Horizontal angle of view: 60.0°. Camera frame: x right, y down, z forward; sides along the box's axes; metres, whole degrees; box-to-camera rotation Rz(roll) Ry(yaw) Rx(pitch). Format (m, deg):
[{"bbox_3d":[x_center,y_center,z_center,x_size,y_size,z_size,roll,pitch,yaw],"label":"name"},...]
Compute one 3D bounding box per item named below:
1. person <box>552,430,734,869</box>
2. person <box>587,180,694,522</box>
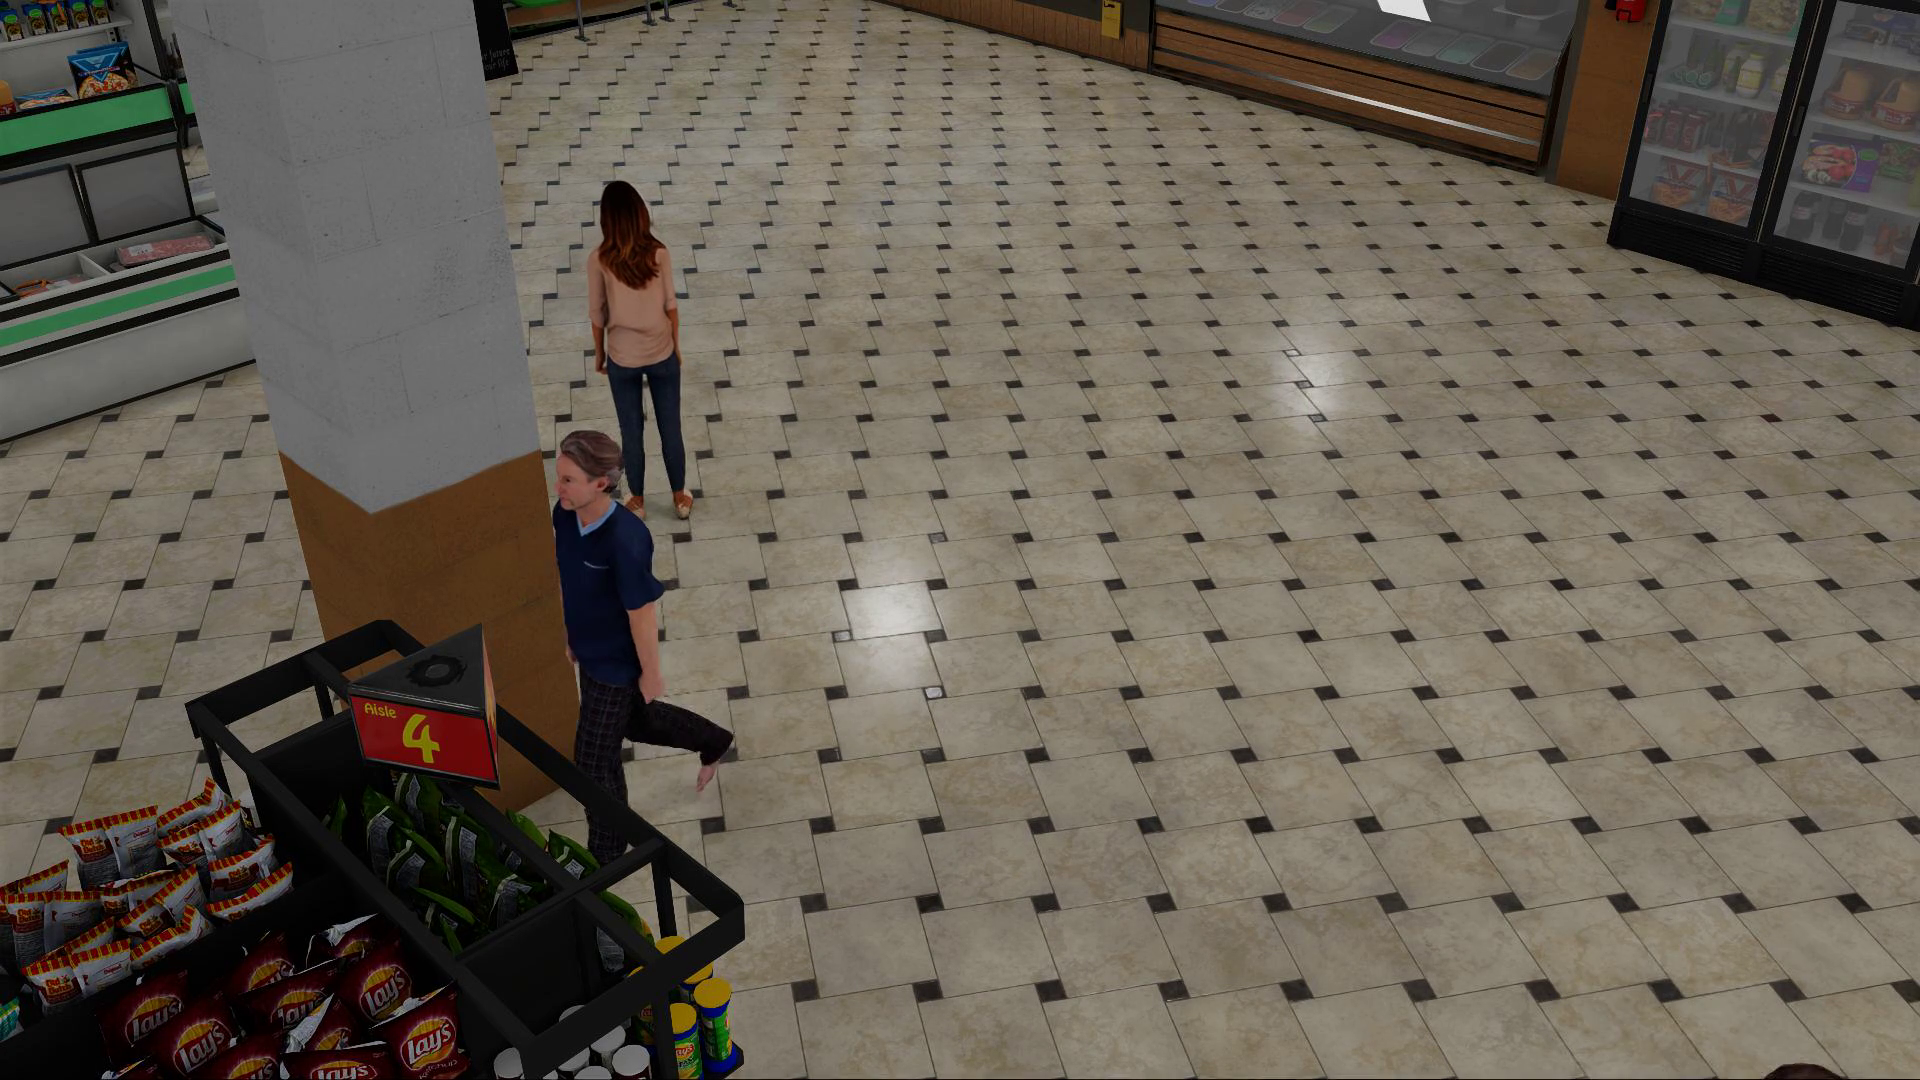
[{"bbox_3d":[-1.216,0.398,6.202,1.142,1.845,0.755,-22,38,-31],"label":"person"},{"bbox_3d":[-1.603,-0.922,8.383,0.679,1.783,0.763,-5,32,-9],"label":"person"}]
